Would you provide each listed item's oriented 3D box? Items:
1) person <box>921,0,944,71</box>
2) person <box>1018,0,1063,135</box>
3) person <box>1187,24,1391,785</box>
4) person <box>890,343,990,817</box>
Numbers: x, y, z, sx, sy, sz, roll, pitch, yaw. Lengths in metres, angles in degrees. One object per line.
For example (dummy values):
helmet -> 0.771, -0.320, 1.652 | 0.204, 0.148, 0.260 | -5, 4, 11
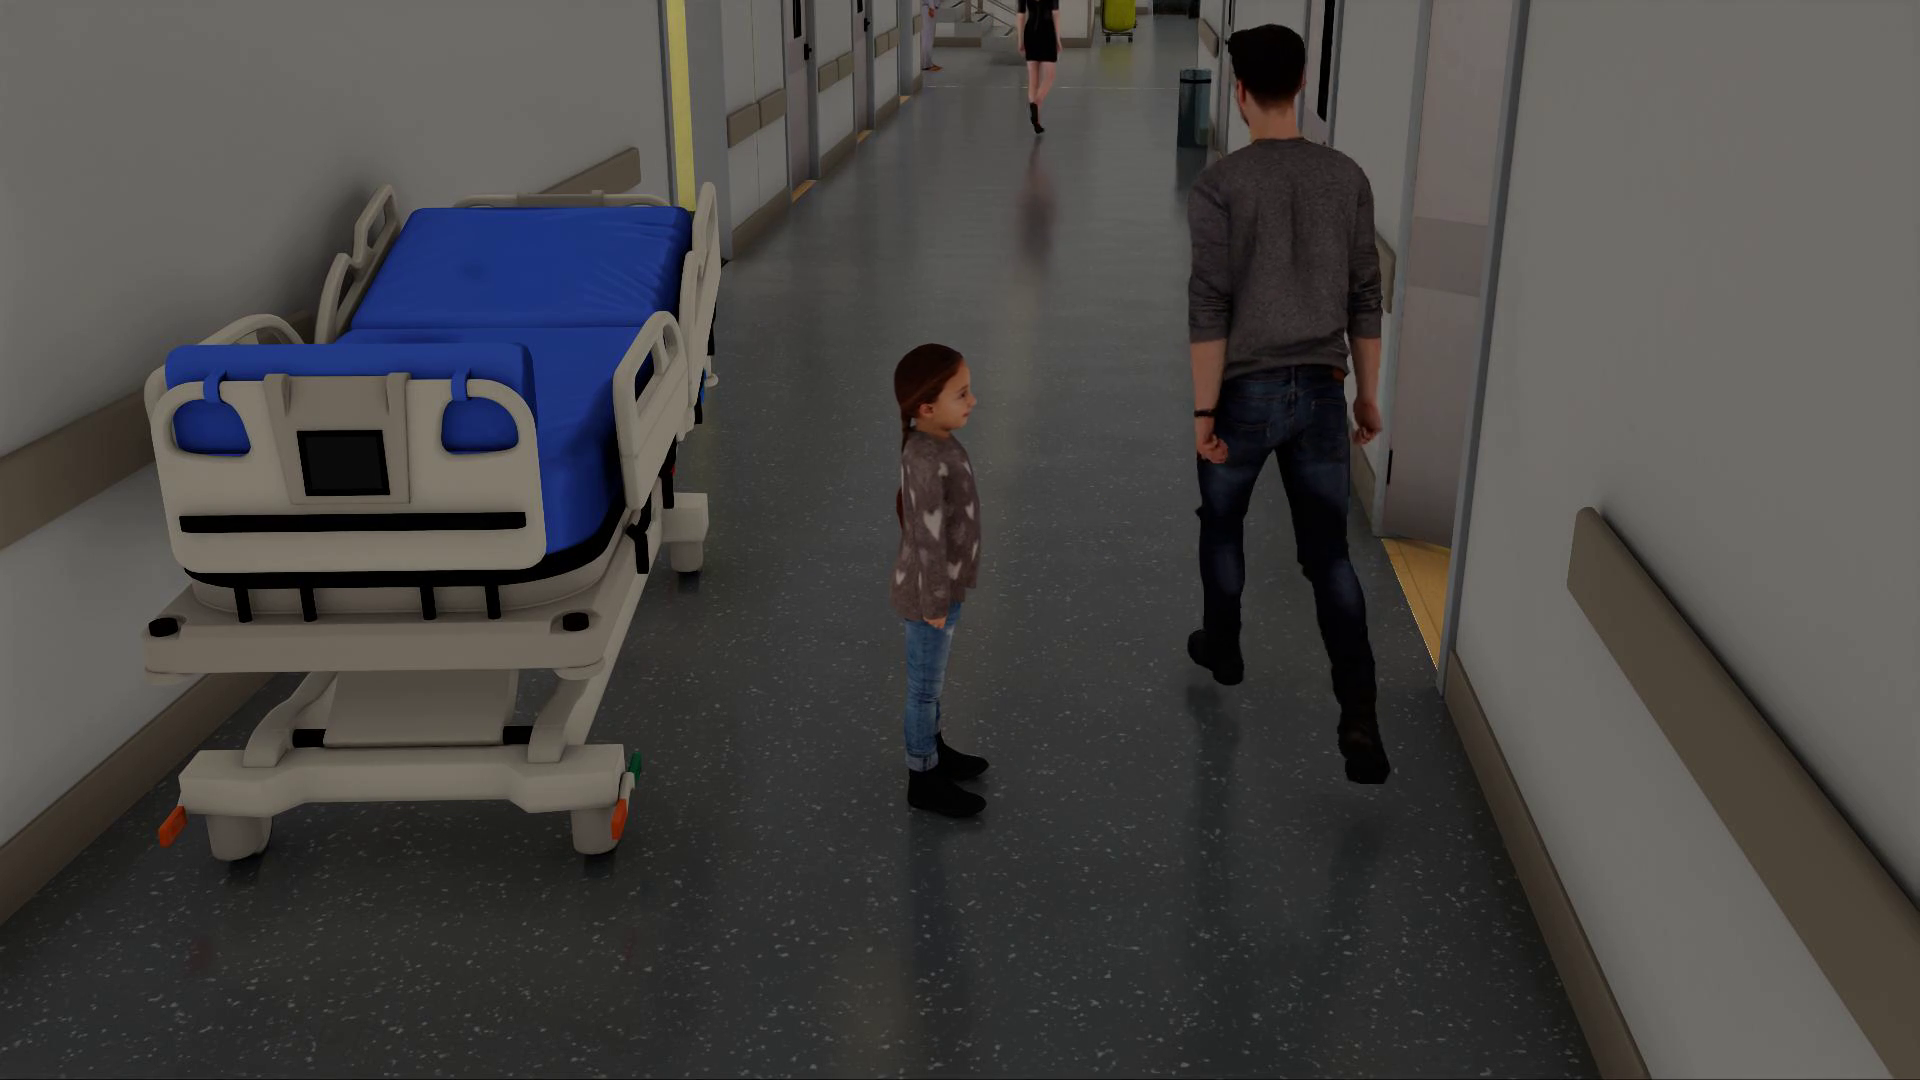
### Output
person -> -0.438, -7.619, 23.723 | 0.521, 1.736, 0.627 | 2, 21, 5
person -> 0.777, -4.917, 16.478 | 0.932, 1.815, 0.789 | 7, 22, 17
person -> 0.843, -0.287, 4.232 | 1.338, 1.830, 0.975 | -2, 21, -5
person -> -0.069, 0.092, 4.131 | 0.456, 1.194, 0.479 | 2, 21, 5
